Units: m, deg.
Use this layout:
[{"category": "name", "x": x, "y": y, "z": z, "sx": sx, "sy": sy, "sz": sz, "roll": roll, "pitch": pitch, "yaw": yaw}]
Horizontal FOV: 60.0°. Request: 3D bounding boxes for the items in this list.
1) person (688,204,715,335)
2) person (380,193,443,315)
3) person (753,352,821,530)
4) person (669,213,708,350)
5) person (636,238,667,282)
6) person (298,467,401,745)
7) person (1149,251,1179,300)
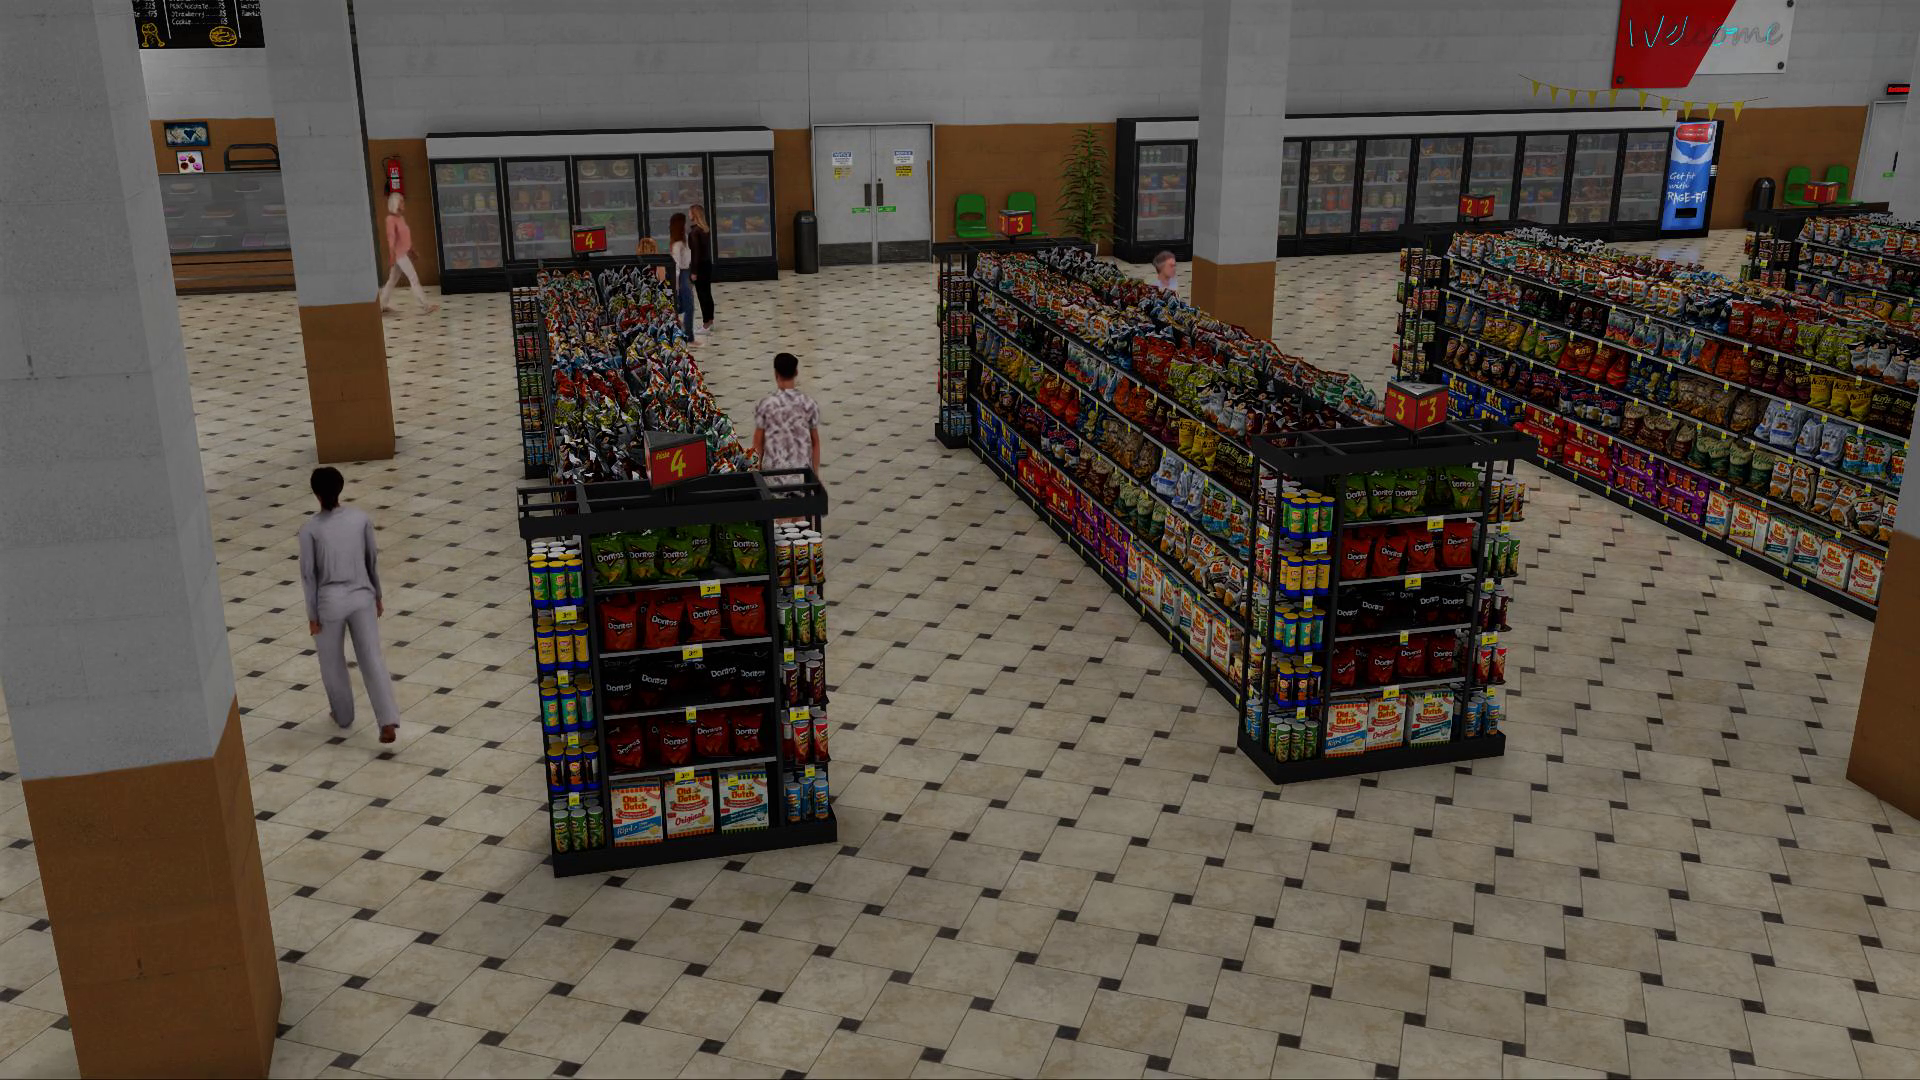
[{"category": "person", "x": -3.423, "y": -3.593, "z": 22.062, "sx": 0.731, "sy": 1.703, "sz": 0.601, "roll": 4, "pitch": 19, "yaw": 12}, {"category": "person", "x": -7.883, "y": -3.948, "z": 23.163, "sx": 0.797, "sy": 1.671, "sz": 1.117, "roll": -1, "pitch": 19, "yaw": -4}, {"category": "person", "x": -1.294, "y": -0.506, "z": 12.773, "sx": 0.672, "sy": 1.788, "sz": 1.096, "roll": -5, "pitch": 19, "yaw": -15}, {"category": "person", "x": -3.623, "y": -3.269, "z": 21.087, "sx": 0.690, "sy": 1.712, "sz": 0.923, "roll": -2, "pitch": 19, "yaw": -6}, {"category": "person", "x": -3.625, "y": -2.705, "z": 19.479, "sx": 0.685, "sy": 1.670, "sz": 0.693, "roll": 5, "pitch": 19, "yaw": 14}, {"category": "person", "x": -3.718, "y": 0.433, "z": 10.120, "sx": 0.906, "sy": 1.704, "sz": 1.198, "roll": -13, "pitch": 22, "yaw": -33}, {"category": "person", "x": 2.029, "y": -2.061, "z": 17.246, "sx": 0.971, "sy": 1.878, "sz": 0.898, "roll": 14, "pitch": 23, "yaw": 35}]
